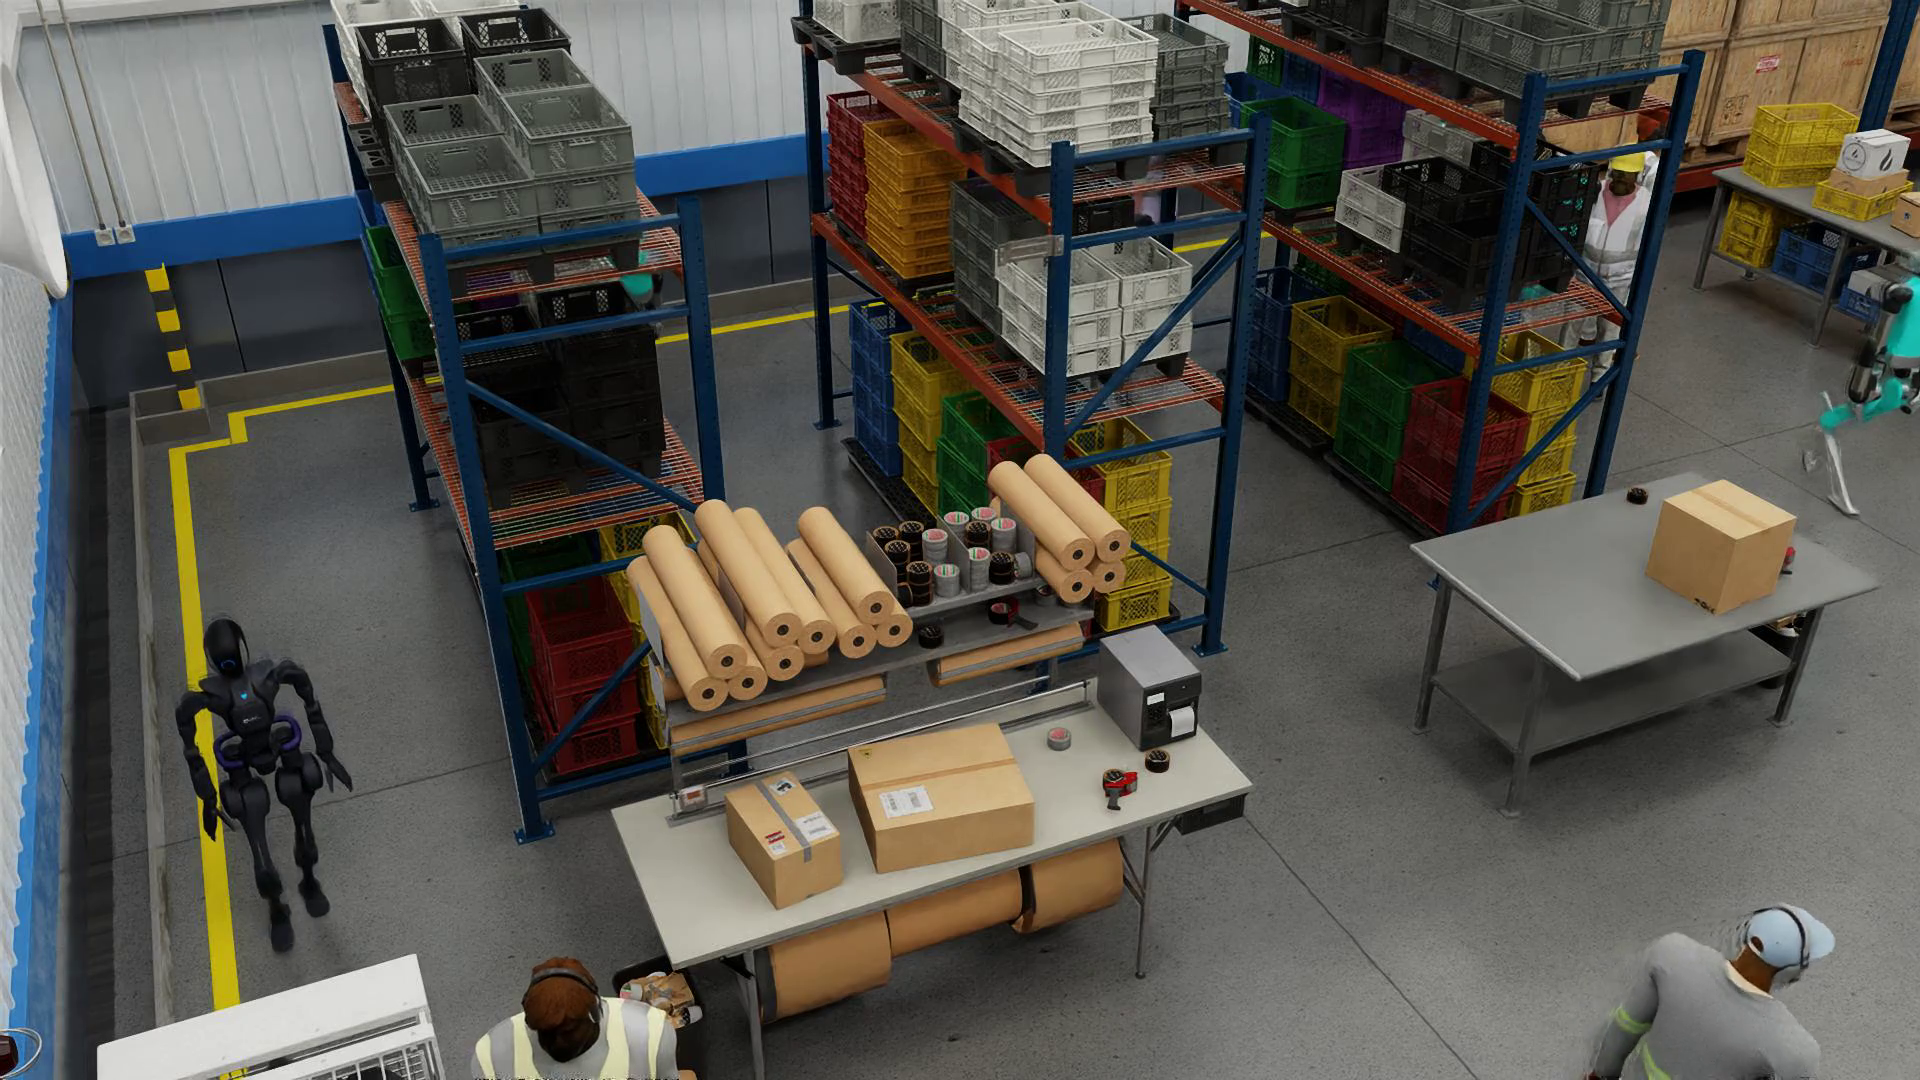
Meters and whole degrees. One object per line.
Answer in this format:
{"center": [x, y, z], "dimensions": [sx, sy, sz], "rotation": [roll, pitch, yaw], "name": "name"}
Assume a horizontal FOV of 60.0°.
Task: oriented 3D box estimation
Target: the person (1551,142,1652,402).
{"center": [4.426, -1.846, 11.473], "dimensions": [0.589, 1.837, 0.404], "rotation": [16, 35, 24], "name": "person"}

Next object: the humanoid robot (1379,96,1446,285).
{"center": [3.429, -2.649, 12.747], "dimensions": [0.533, 1.674, 0.735], "rotation": [6, 32, 10], "name": "humanoid robot"}

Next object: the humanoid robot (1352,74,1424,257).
{"center": [3.478, -3.176, 13.723], "dimensions": [0.534, 1.794, 0.670], "rotation": [3, 32, 6], "name": "humanoid robot"}

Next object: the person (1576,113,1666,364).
{"center": [4.817, -2.188, 11.986], "dimensions": [0.356, 1.882, 0.574], "rotation": [-10, 33, -16], "name": "person"}

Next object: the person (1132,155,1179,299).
{"center": [1.359, -2.360, 12.129], "dimensions": [0.424, 2.030, 0.665], "rotation": [16, 35, 24], "name": "person"}

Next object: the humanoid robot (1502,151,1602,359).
{"center": [4.010, -1.929, 11.645], "dimensions": [0.545, 1.755, 0.679], "rotation": [-4, 32, -6], "name": "humanoid robot"}

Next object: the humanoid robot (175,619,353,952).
{"center": [-2.917, 0.987, 7.035], "dimensions": [0.613, 1.640, 0.425], "rotation": [-18, 36, -27], "name": "humanoid robot"}

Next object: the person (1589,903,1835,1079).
{"center": [2.415, 1.868, 5.453], "dimensions": [0.490, 1.825, 0.629], "rotation": [-17, 35, -25], "name": "person"}

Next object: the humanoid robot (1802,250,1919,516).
{"center": [5.576, -1.023, 10.294], "dimensions": [0.549, 1.846, 0.856], "rotation": [-6, 32, -9], "name": "humanoid robot"}

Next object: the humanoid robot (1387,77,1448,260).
{"center": [3.735, -3.089, 13.666], "dimensions": [0.433, 1.649, 0.608], "rotation": [20, 37, 29], "name": "humanoid robot"}

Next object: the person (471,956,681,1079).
{"center": [-1.149, 2.003, 5.217], "dimensions": [0.624, 1.843, 0.430], "rotation": [-7, 32, -12], "name": "person"}

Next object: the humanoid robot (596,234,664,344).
{"center": [-2.350, -1.463, 10.983], "dimensions": [0.927, 1.817, 0.573], "rotation": [24, 39, 34], "name": "humanoid robot"}

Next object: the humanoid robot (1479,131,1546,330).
{"center": [4.028, -2.200, 12.189], "dimensions": [0.315, 1.653, 0.599], "rotation": [5, 32, 9], "name": "humanoid robot"}

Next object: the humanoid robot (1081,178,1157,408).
{"center": [1.067, -1.665, 11.324], "dimensions": [0.616, 1.650, 0.307], "rotation": [-9, 33, -15], "name": "humanoid robot"}
